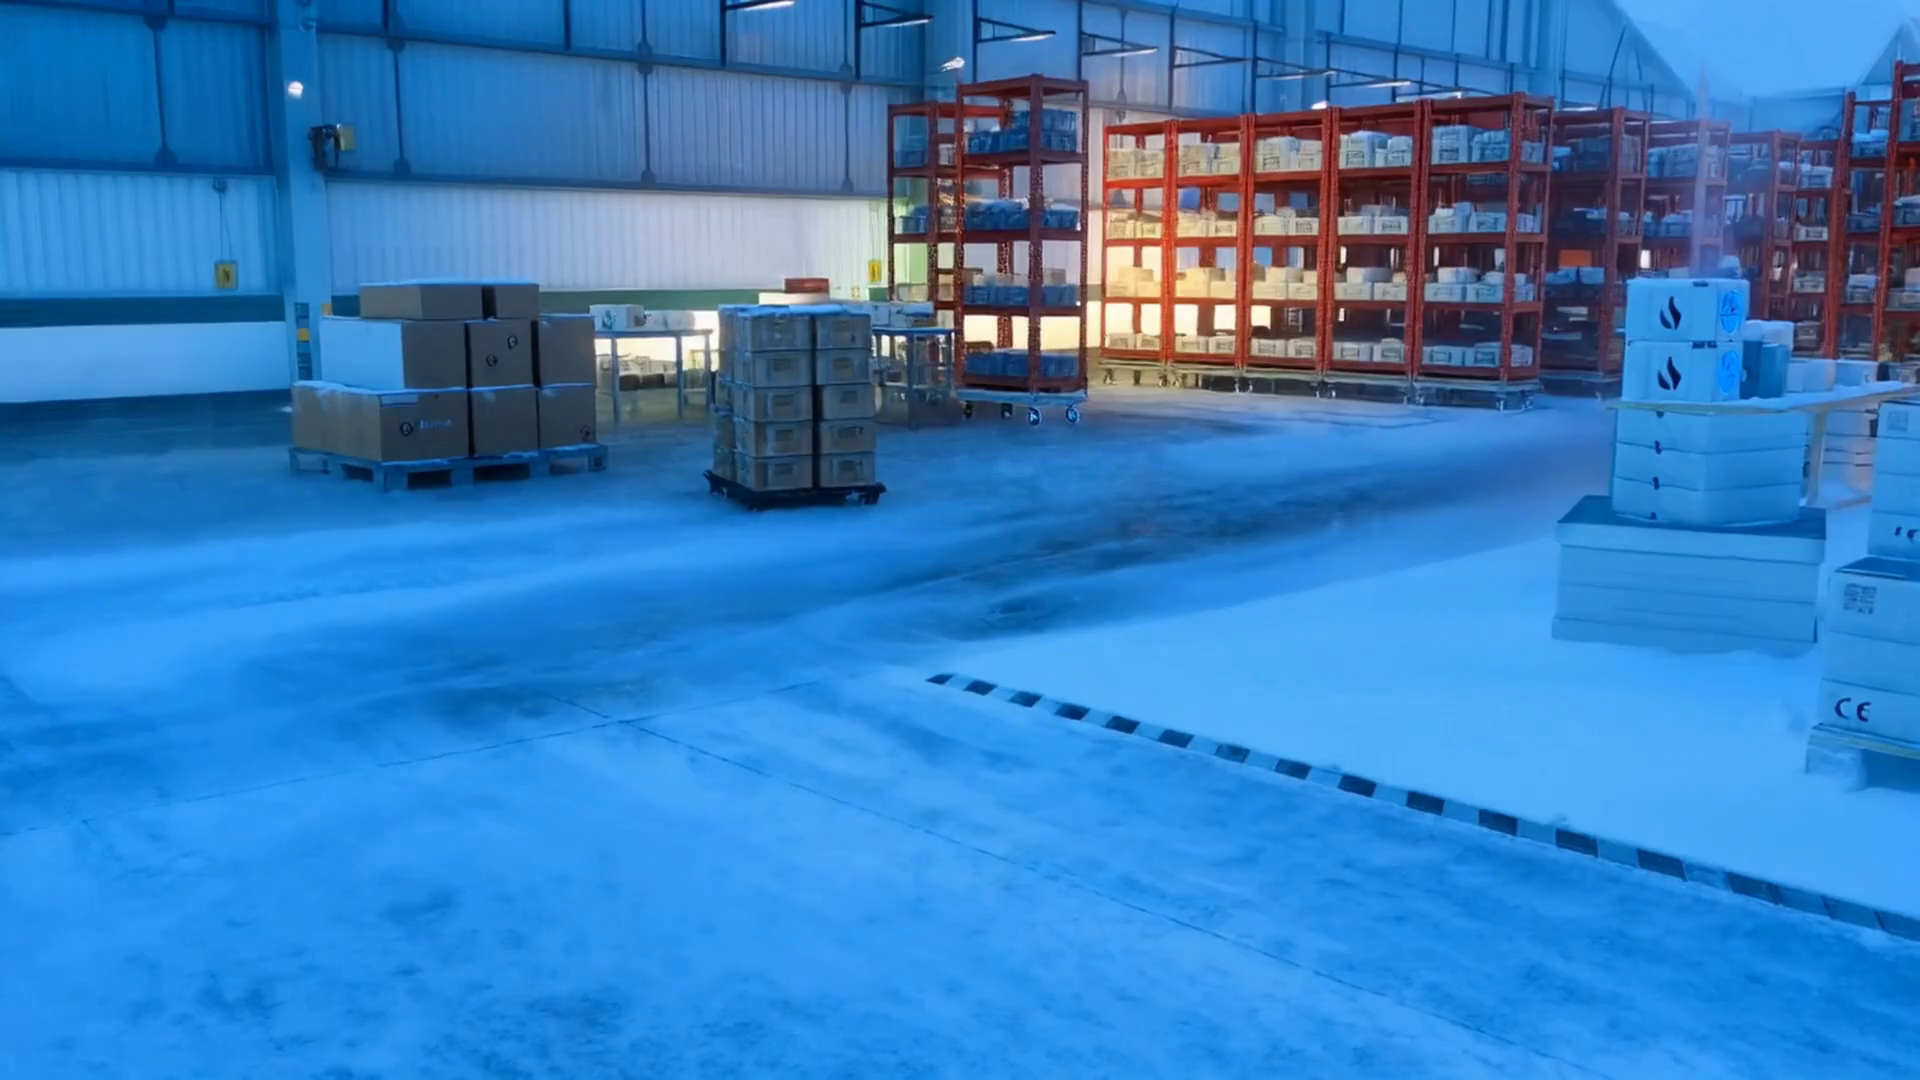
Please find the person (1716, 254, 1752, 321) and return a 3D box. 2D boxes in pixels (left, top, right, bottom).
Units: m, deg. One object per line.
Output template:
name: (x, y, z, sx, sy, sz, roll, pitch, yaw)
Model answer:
person: (9.409, -2.595, 20.434, 0.596, 1.814, 0.542, 7, 12, 35)
